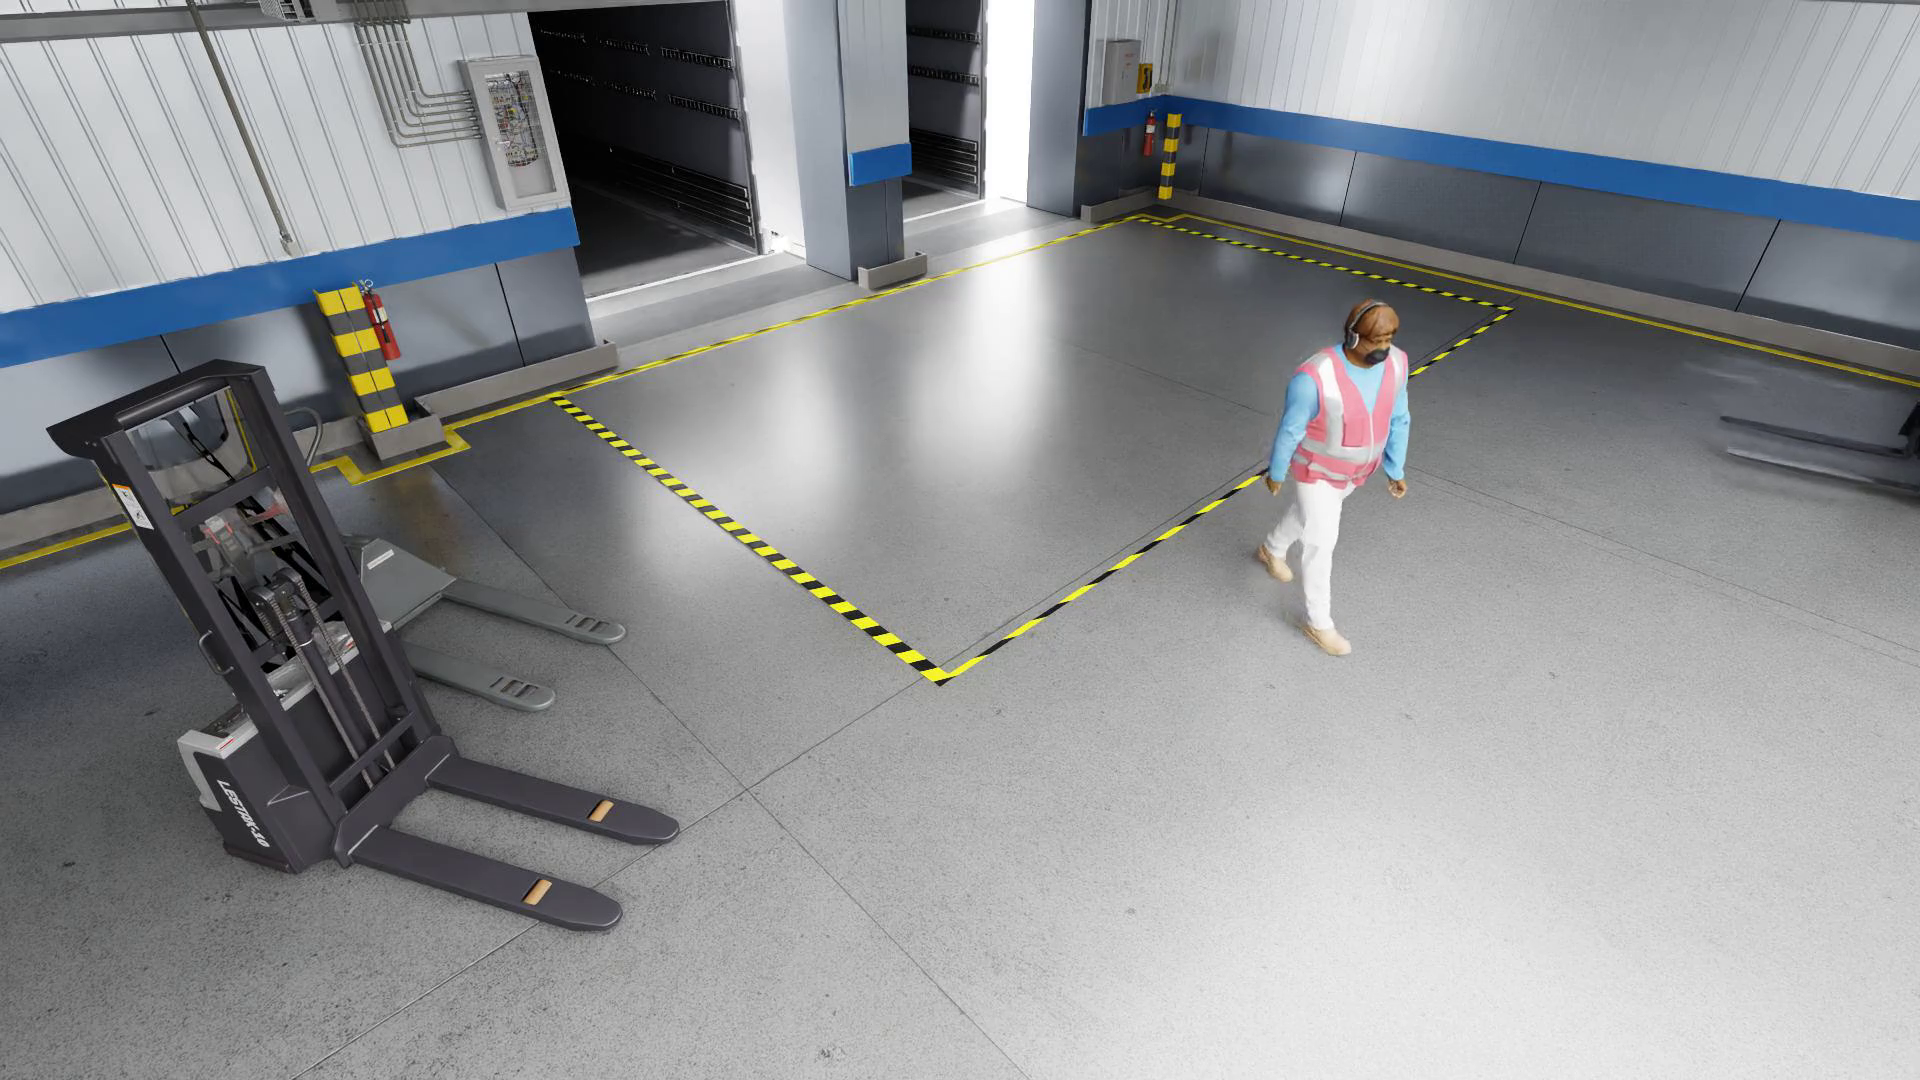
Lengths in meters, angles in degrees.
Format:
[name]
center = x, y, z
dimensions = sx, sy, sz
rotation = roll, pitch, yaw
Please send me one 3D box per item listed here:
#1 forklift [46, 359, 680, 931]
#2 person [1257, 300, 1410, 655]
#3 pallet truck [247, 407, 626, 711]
[forklift]
center = -2.135, 0.422, 3.354
dimensions = 1.885, 1.965, 0.823
rotation = 10, 35, 14
[person]
center = 1.920, -0.365, 4.699
dimensions = 0.625, 1.794, 0.957
rotation = -14, 37, -19
[pallet truck]
center = -2.628, 0.038, 4.590
dimensions = 1.601, 1.201, 0.680
rotation = 12, 36, 18
